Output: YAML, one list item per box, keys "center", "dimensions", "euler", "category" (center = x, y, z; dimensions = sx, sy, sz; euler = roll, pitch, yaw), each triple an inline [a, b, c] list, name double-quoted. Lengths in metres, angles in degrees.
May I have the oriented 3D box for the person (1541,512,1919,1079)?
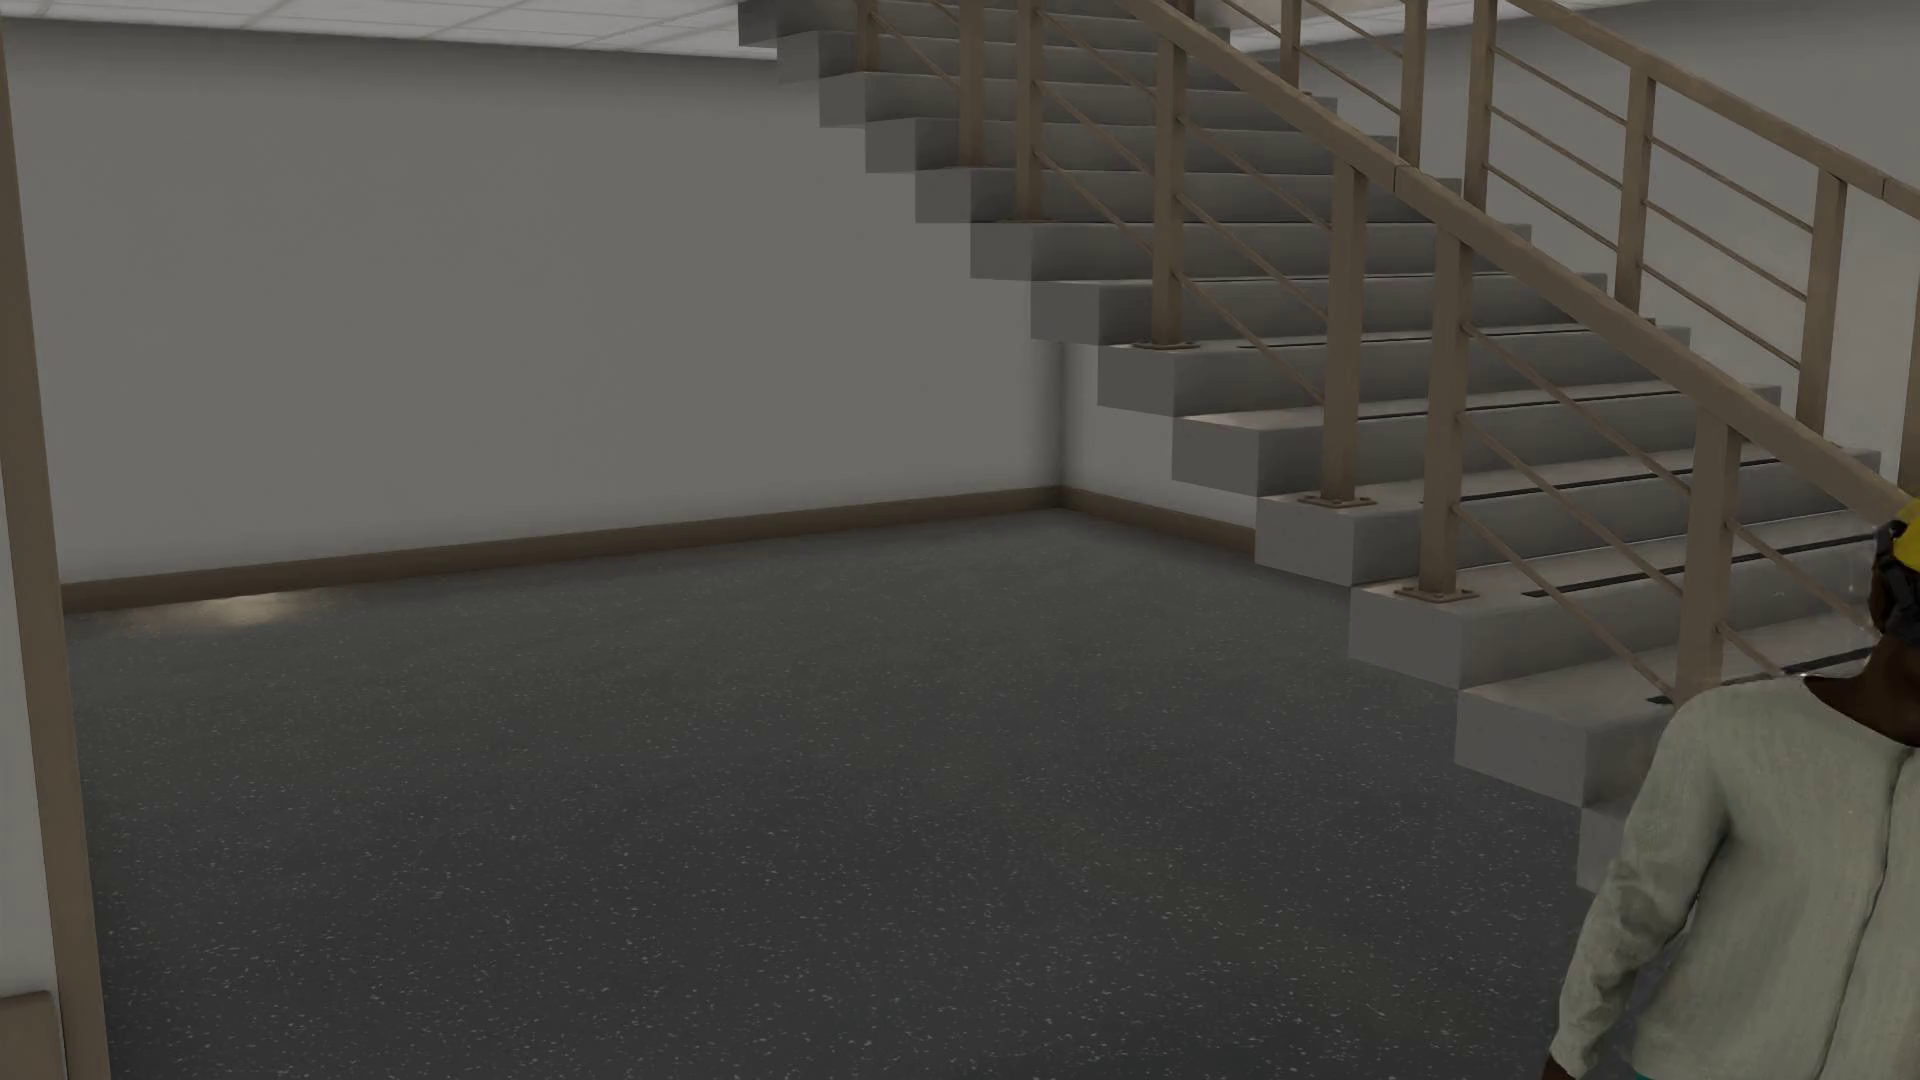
- center: [1.107, 0.764, 2.176]
  dimensions: [0.593, 1.708, 0.676]
  euler: [0, 11, 3]
  category: "person"
